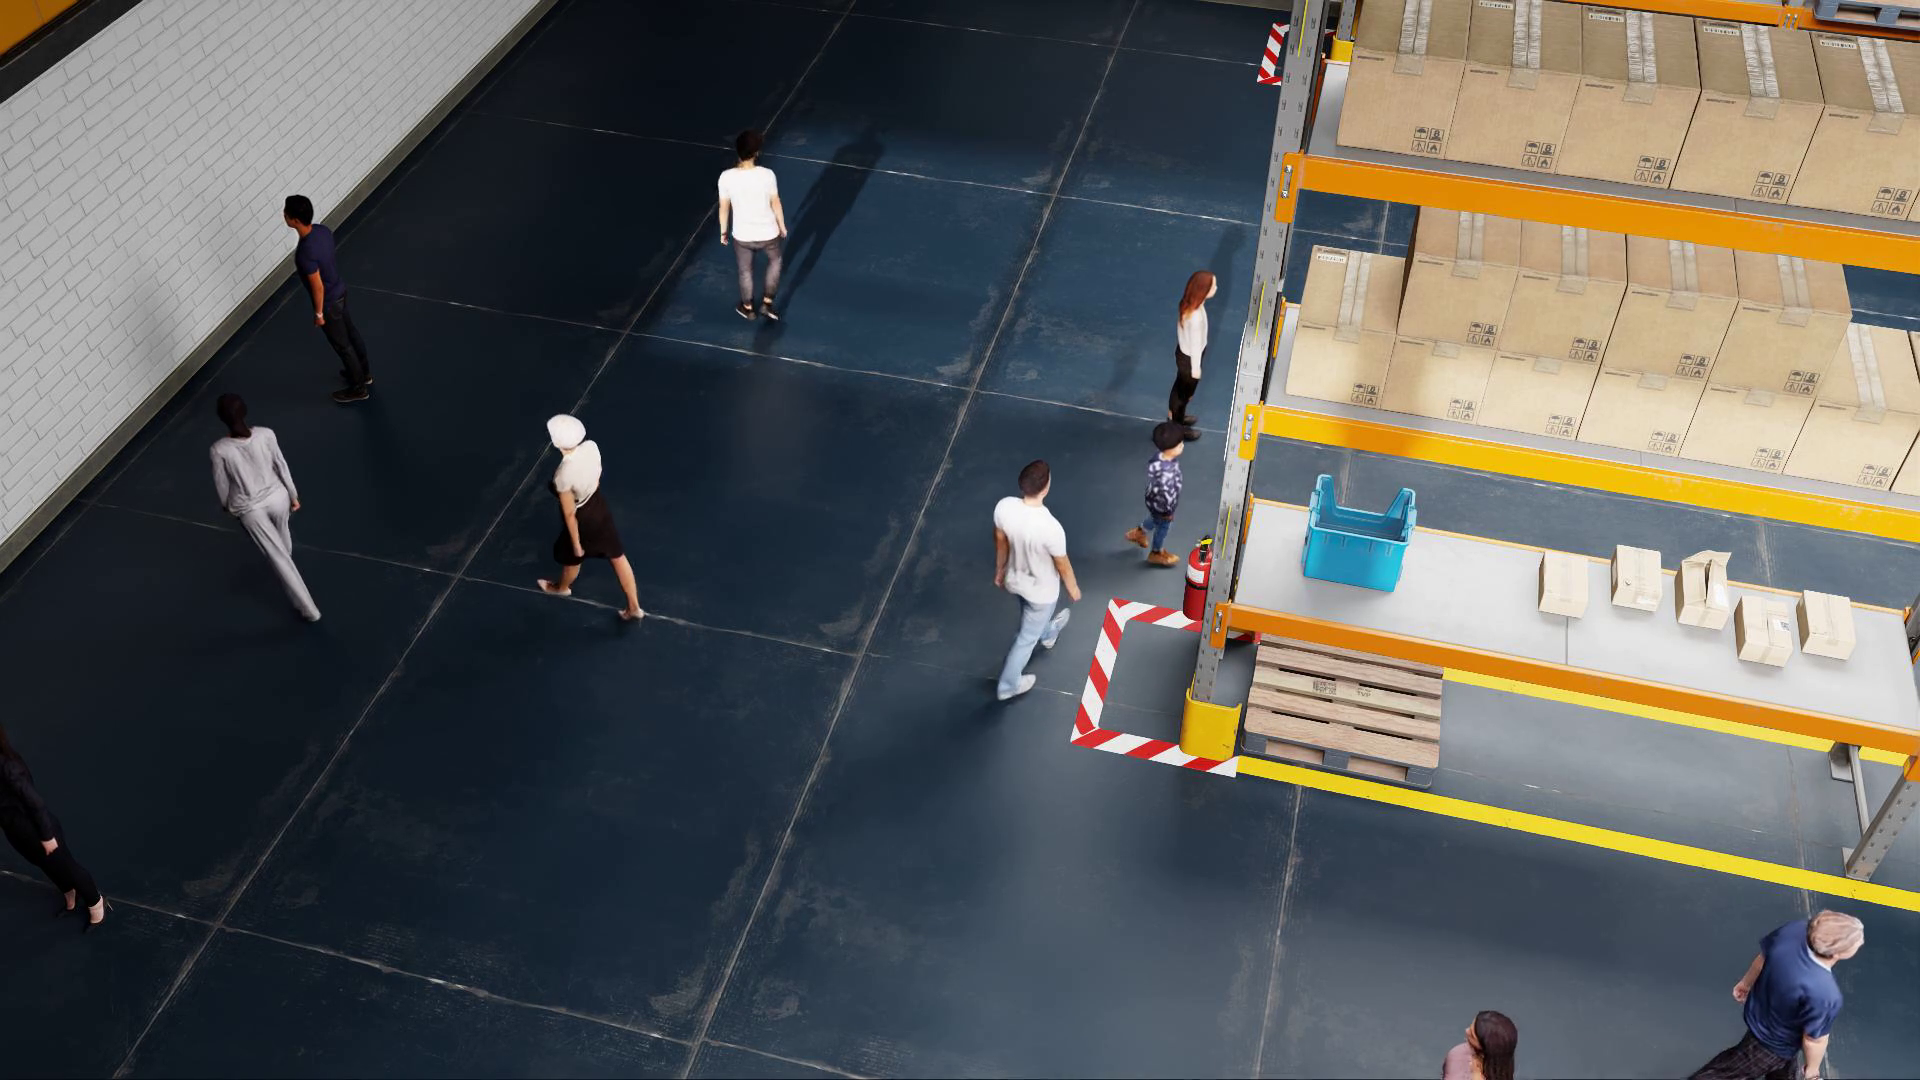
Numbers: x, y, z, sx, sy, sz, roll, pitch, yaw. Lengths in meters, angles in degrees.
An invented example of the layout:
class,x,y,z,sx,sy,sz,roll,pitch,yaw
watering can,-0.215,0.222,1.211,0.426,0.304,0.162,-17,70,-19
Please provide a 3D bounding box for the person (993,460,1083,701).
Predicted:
class,x,y,z,sx,sy,sz,roll,pitch,yaw
person,0.389,0.315,10.439,1.091,1.824,1.134,-32,52,-29

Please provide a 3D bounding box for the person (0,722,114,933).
class,x,y,z,sx,sy,sz,roll,pitch,yaw
person,-5.136,1.590,9.184,0.517,1.709,0.689,21,48,21

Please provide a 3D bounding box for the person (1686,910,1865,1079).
class,x,y,z,sx,sy,sz,roll,pitch,yaw
person,3.917,2.421,8.230,1.218,1.822,0.833,2,44,2

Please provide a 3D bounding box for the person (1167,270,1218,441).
class,x,y,z,sx,sy,sz,roll,pitch,yaw
person,1.713,-1.384,12.469,0.550,1.484,0.574,1,44,1

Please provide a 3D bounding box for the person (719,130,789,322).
class,x,y,z,sx,sy,sz,roll,pitch,yaw
person,-1.647,-2.509,13.484,0.732,1.714,0.861,-12,45,-13

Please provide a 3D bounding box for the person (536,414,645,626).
class,x,y,z,sx,sy,sz,roll,pitch,yaw
person,-2.363,-0.073,10.927,1.123,1.714,0.785,20,47,20

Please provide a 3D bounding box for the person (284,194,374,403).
class,x,y,z,sx,sy,sz,roll,pitch,yaw
person,-4.833,-1.860,12.744,0.637,1.793,0.700,-2,44,-2

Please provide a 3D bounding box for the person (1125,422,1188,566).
class,x,y,z,sx,sy,sz,roll,pitch,yaw
person,1.356,-0.315,11.522,0.646,1.242,0.539,5,44,5

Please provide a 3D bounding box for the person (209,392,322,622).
class,x,y,z,sx,sy,sz,roll,pitch,yaw
person,-4.591,-0.172,11.022,1.048,1.725,1.184,-27,50,-26
